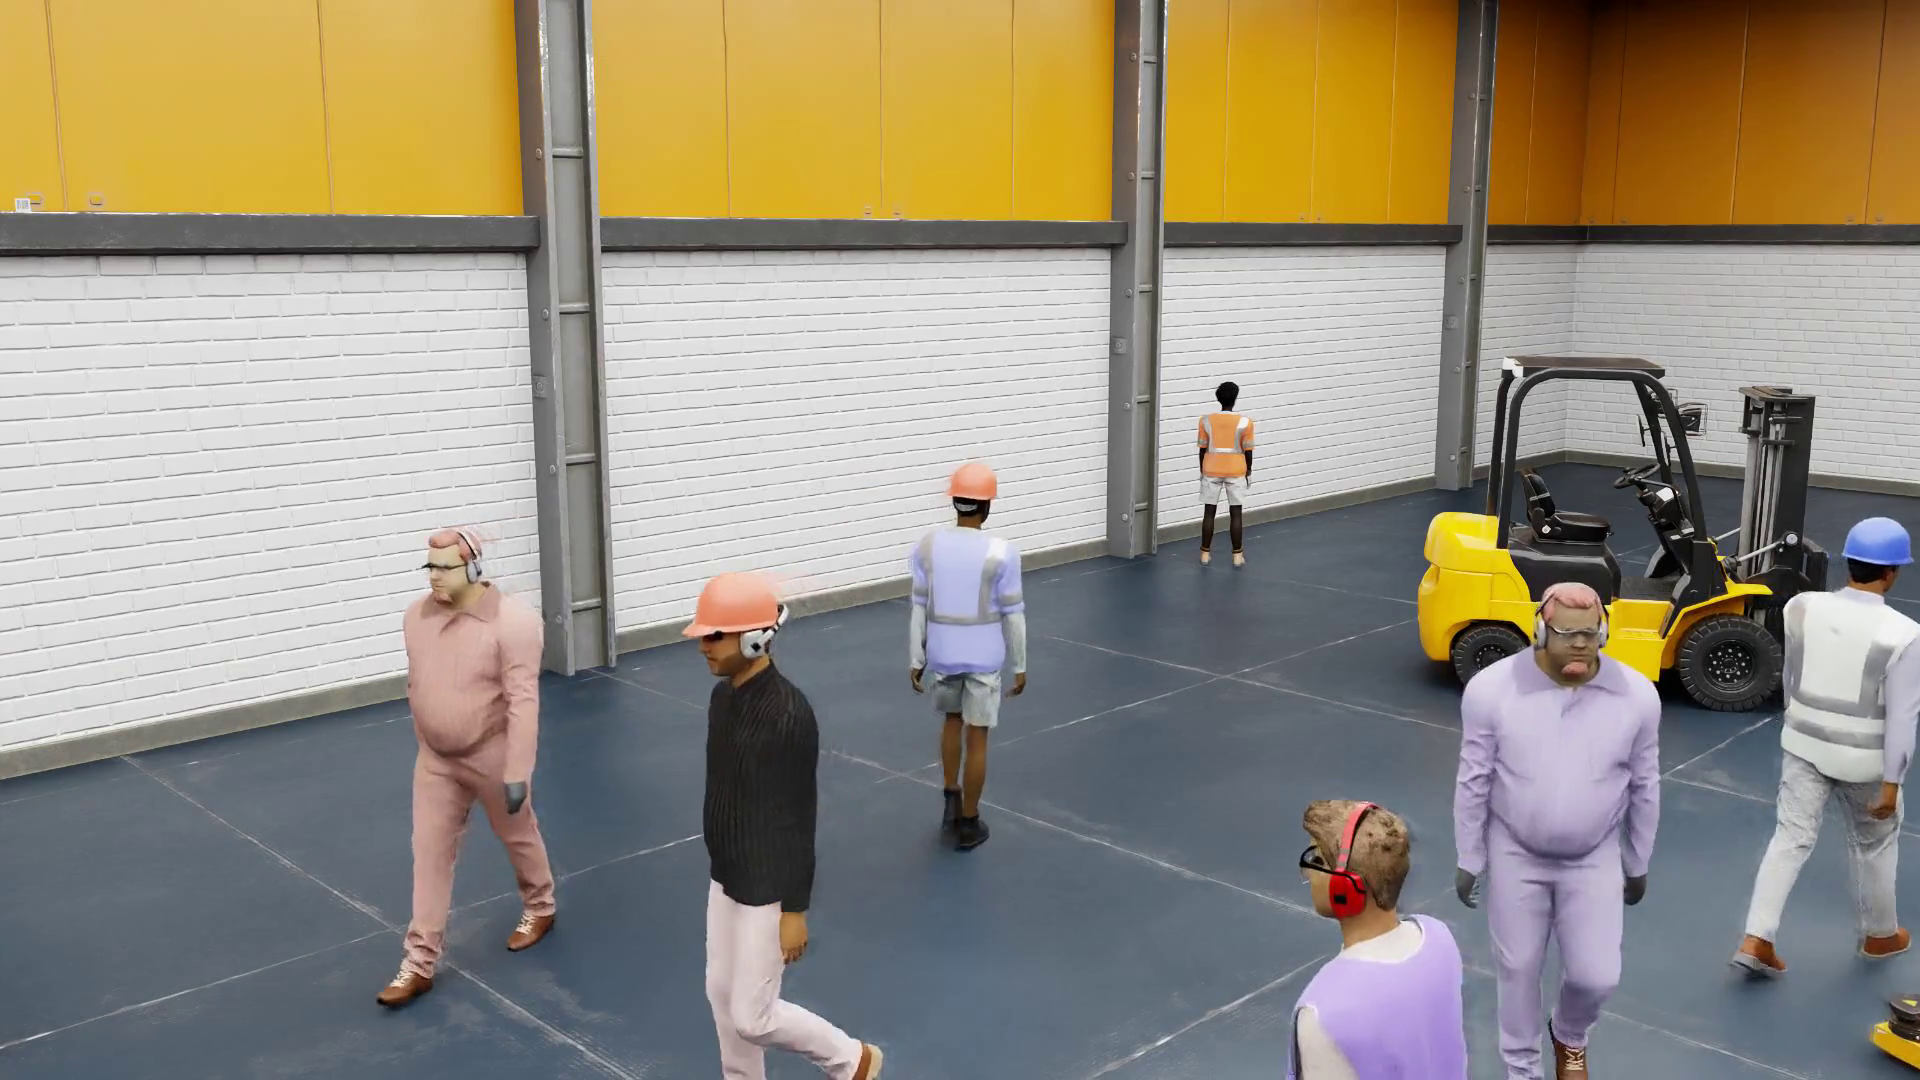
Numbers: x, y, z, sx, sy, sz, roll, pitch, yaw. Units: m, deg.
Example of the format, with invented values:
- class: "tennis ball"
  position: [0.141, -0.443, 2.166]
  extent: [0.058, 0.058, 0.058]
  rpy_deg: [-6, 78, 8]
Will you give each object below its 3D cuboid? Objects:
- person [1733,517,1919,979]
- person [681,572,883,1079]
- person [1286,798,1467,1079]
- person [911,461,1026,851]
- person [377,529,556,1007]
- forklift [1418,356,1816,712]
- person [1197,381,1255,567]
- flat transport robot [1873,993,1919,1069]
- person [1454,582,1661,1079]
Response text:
- class: "person"
  position: [3.556, 0.844, 6.731]
  extent: [0.966, 1.907, 0.603]
  rpy_deg: [-7, 13, -34]
- class: "person"
  position: [-0.609, 1.063, 5.329]
  extent: [0.559, 1.970, 0.630]
  rpy_deg: [-7, 12, -33]
- class: "person"
  position: [0.874, 1.452, 3.617]
  extent: [0.572, 1.830, 0.444]
  rpy_deg: [-10, 14, -44]
- class: "person"
  position: [0.060, 0.562, 8.211]
  extent: [0.564, 1.915, 0.511]
  rpy_deg: [4, 11, 19]
- class: "person"
  position: [-1.983, 0.866, 6.729]
  extent: [0.666, 1.853, 0.991]
  rpy_deg: [4, 11, 19]
- class: "forklift"
  position: [4.276, -0.101, 11.076]
  extent: [2.313, 2.155, 1.214]
  rpy_deg: [2, 11, 13]
- class: "person"
  position: [2.419, -0.601, 15.186]
  extent: [0.531, 1.691, 0.321]
  rpy_deg: [3, 11, 18]
- class: "flat transport robot"
  position: [3.938, 1.867, 5.593]
  extent: [0.652, 0.197, 1.431]
  rpy_deg: [-4, 11, -22]
- class: "person"
  position: [1.989, 1.057, 5.586]
  extent: [0.660, 1.890, 0.431]
  rpy_deg: [3, 11, 14]
